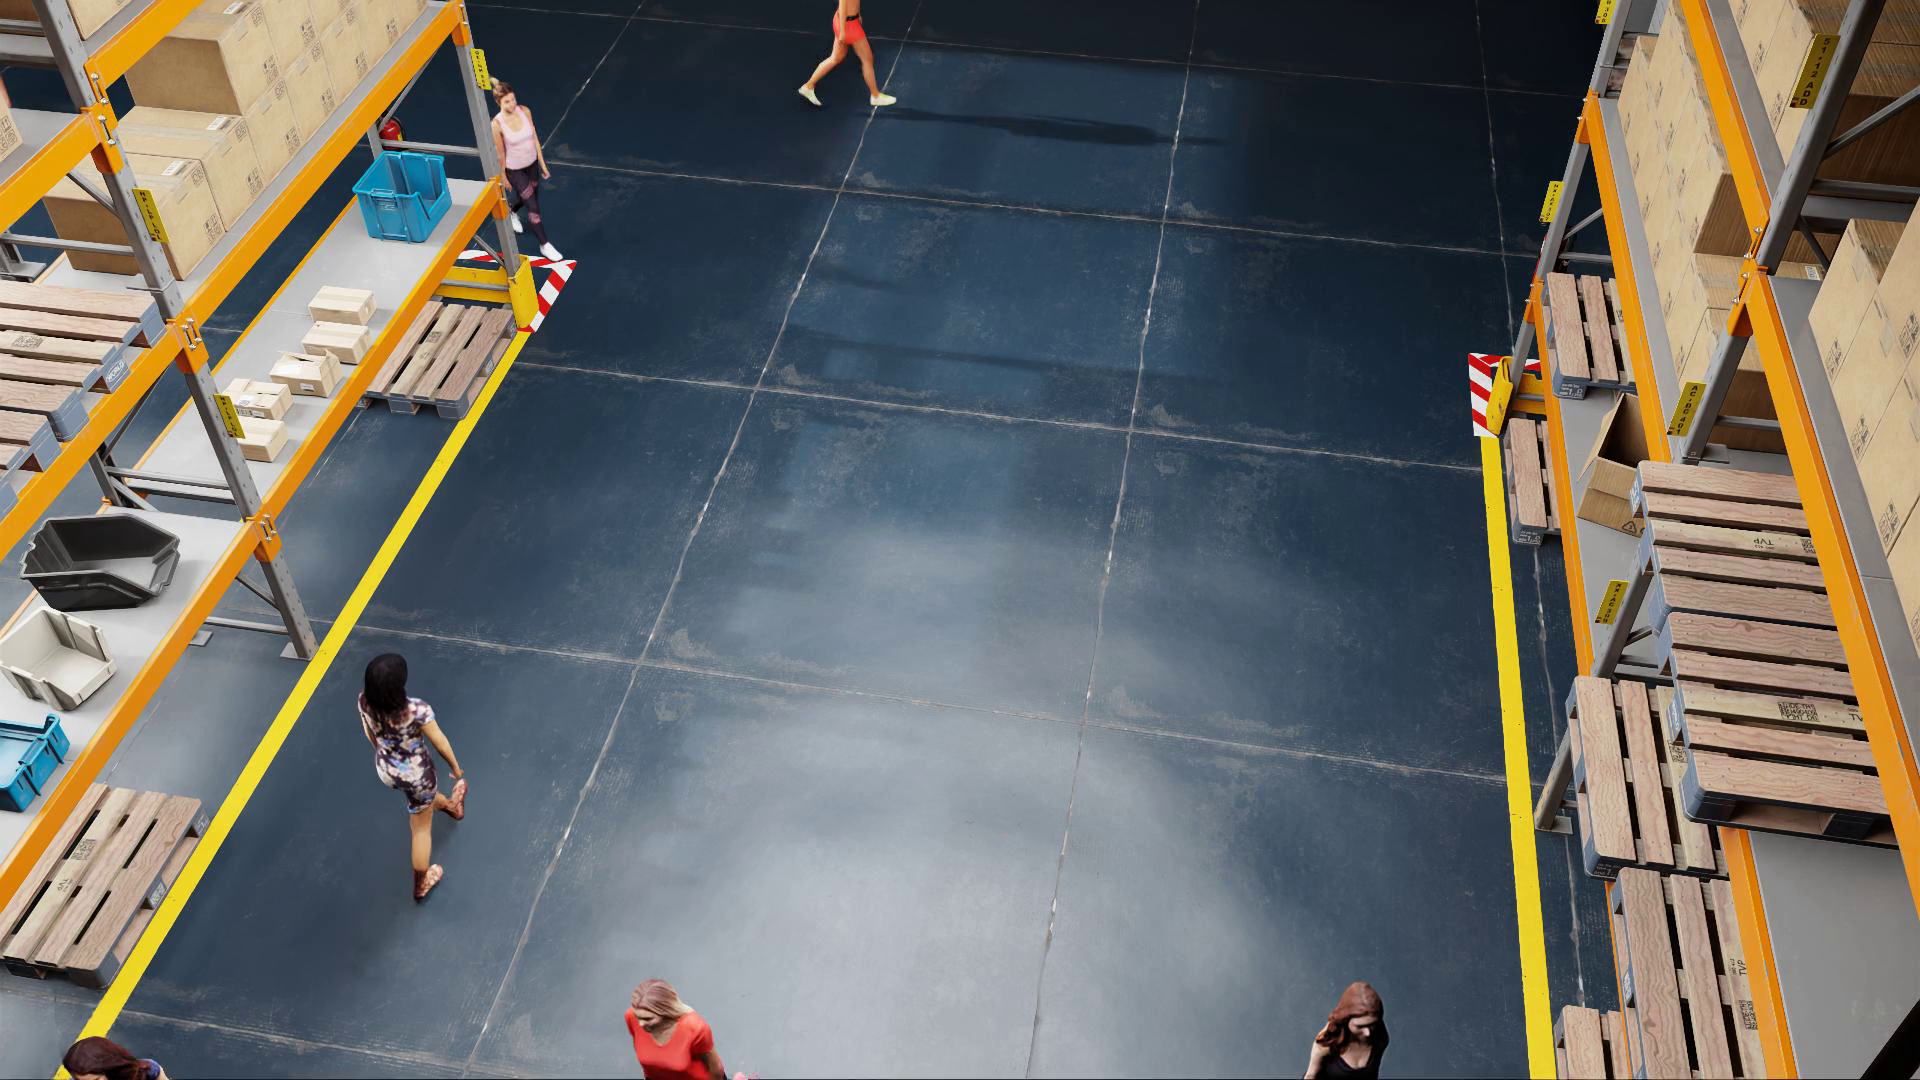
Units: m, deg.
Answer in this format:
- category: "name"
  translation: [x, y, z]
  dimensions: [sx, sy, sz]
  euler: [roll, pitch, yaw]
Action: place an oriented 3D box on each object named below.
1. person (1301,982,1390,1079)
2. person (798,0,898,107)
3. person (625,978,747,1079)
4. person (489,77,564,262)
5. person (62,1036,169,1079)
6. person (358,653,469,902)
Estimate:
- category: "person"
  translation: [1.785, 2.648, 7.981]
  dimensions: [0.662, 1.747, 0.664]
  euler: [-12, 45, -12]
- category: "person"
  translation: [-1.167, -4.909, 15.916]
  dimensions: [0.846, 1.744, 1.185]
  euler: [-4, 44, -4]
- category: "person"
  translation: [-1.312, 2.556, 8.131]
  dimensions: [0.649, 1.674, 0.801]
  euler: [8, 44, 9]
- category: "person"
  translation: [-3.803, -3.215, 14.225]
  dimensions: [0.933, 1.625, 1.051]
  euler: [28, 50, 26]
- category: "person"
  translation: [-3.846, 2.795, 7.819]
  dimensions: [1.031, 1.759, 1.255]
  euler: [-15, 46, -15]
- category: "person"
  translation: [-3.136, 1.381, 9.353]
  dimensions: [0.642, 1.691, 1.047]
  euler: [7, 44, 8]
